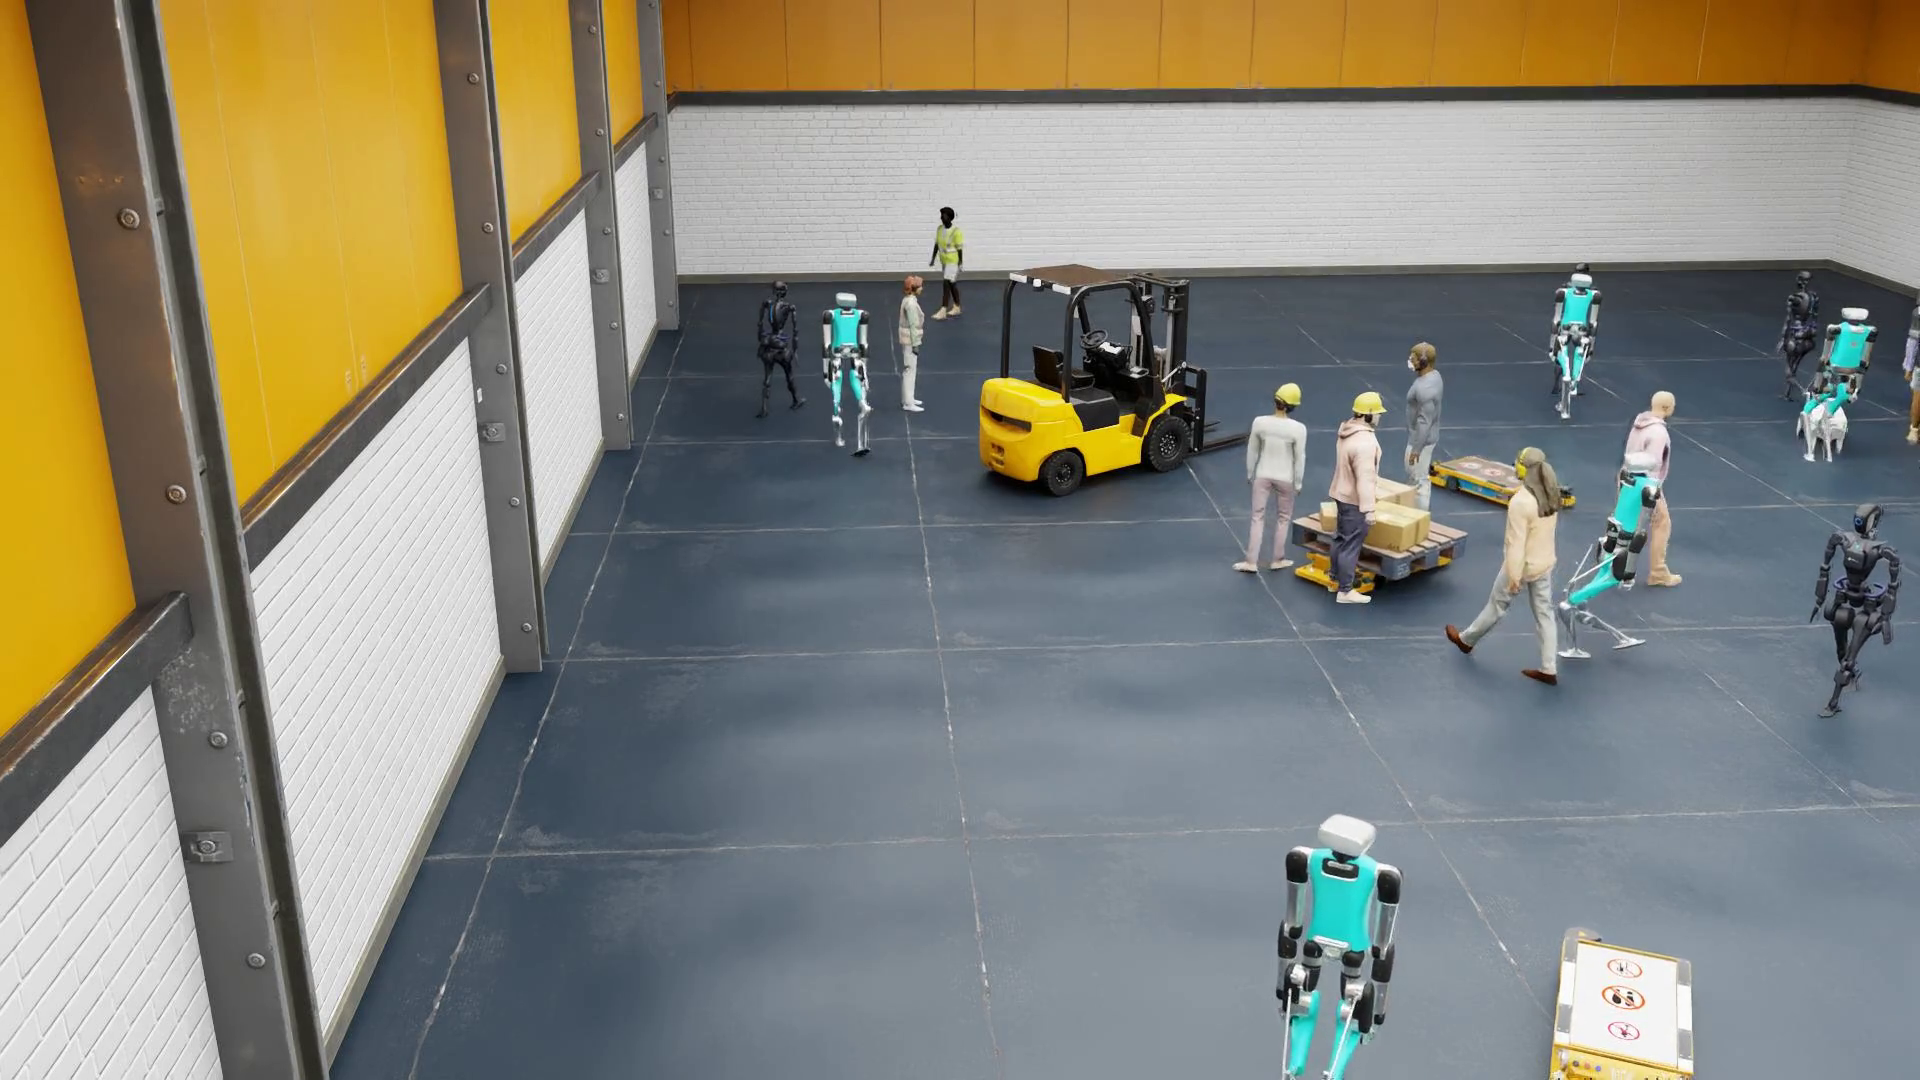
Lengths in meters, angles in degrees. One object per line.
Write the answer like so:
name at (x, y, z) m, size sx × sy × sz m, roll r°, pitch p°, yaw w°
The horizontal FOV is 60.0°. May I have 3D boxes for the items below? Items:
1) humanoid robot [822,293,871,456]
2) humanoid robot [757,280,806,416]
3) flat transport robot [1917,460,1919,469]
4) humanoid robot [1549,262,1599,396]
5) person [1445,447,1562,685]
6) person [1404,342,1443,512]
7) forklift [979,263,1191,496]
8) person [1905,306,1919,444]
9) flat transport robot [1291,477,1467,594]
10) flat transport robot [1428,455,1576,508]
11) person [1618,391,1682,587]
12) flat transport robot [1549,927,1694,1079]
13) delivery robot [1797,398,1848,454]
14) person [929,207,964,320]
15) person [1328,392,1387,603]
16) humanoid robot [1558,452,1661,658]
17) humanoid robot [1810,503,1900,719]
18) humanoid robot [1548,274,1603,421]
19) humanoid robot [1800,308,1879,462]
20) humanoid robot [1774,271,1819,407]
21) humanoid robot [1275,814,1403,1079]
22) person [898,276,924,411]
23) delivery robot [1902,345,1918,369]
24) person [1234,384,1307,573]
humanoid robot at (-1.192, -1.788, 18.421) m, size 0.582 × 1.759 × 0.991 m, roll -6°, pitch 21°, yaw -16°
humanoid robot at (-2.195, -2.324, 19.995) m, size 0.607 × 1.626 × 0.783 m, roll 10°, pitch 22°, yaw 25°
flat transport robot at (10.639, -0.499, 16.986) m, size 0.659 × 0.231 × 1.431 m, roll -2°, pitch 20°, yaw -5°
humanoid robot at (7.655, -2.642, 20.763) m, size 0.599 × 1.655 × 0.315 m, roll 18°, pitch 26°, yaw 39°
person at (4.332, 0.154, 12.949) m, size 0.548 × 1.813 × 1.033 m, roll -13°, pitch 24°, yaw -31°
person at (4.339, -0.917, 15.707) m, size 0.353 × 1.936 × 0.634 m, roll 7°, pitch 21°, yaw 18°
forklift at (1.315, -1.764, 17.646) m, size 2.313 × 2.155 × 1.214 m, roll -14°, pitch 24°, yaw -33°
person at (10.827, -1.960, 18.465) m, size 0.644 × 2.009 × 0.875 m, roll 10°, pitch 22°, yaw 24°
flat transport robot at (3.782, 0.184, 15.125) m, size 1.431 × 0.231 × 0.659 m, roll -15°, pitch 25°, yaw -35°
flat transport robot at (5.564, -0.580, 17.207) m, size 0.659 × 0.231 × 1.431 m, roll -13°, pitch 24°, yaw -31°
person at (6.159, -0.458, 14.706) m, size 0.737 × 1.755 × 0.538 m, roll -1°, pitch 20°, yaw -3°
flat transport robot at (3.468, 2.538, 8.712) m, size 0.659 × 0.231 × 1.431 m, roll 8°, pitch 22°, yaw 20°
delivery robot at (9.787, -1.313, 18.796) m, size 0.499 × 0.598 × 0.789 m, roll 8°, pitch 21°, yaw 20°
person at (-0.242, -4.132, 24.857) m, size 0.777 × 1.670 × 0.550 m, roll -14°, pitch 24°, yaw -33°
person at (3.393, -0.368, 14.332) m, size 0.433 × 1.859 × 0.791 m, roll 0°, pitch 20°, yaw 0°
humanoid robot at (5.007, 0.161, 13.023) m, size 0.922 × 1.729 × 0.539 m, roll 0°, pitch 20°, yaw -1°
humanoid robot at (6.700, 0.481, 12.357) m, size 0.782 × 1.633 × 0.599 m, roll -15°, pitch 25°, yaw -35°
humanoid robot at (7.228, -2.191, 19.539) m, size 0.538 × 1.772 × 1.034 m, roll 3°, pitch 20°, yaw 9°
humanoid robot at (9.482, -1.670, 18.128) m, size 0.544 × 1.834 × 0.726 m, roll 1°, pitch 20°, yaw 2°
humanoid robot at (10.320, -2.457, 20.300) m, size 0.616 × 1.628 × 0.641 m, roll -9°, pitch 22°, yaw -24°
humanoid robot at (1.637, 2.186, 7.562) m, size 0.539 × 1.768 × 0.787 m, roll 10°, pitch 22°, yaw 24°
person at (-0.590, -2.388, 20.158) m, size 0.314 × 1.632 × 0.521 m, roll -1°, pitch 20°, yaw -4°
delivery robot at (12.937, -2.484, 22.000) m, size 0.801 × 0.608 × 0.499 m, roll -4°, pitch 21°, yaw -12°
person at (2.811, -0.545, 14.984) m, size 0.577 × 1.738 × 0.501 m, roll 10°, pitch 23°, yaw 26°
